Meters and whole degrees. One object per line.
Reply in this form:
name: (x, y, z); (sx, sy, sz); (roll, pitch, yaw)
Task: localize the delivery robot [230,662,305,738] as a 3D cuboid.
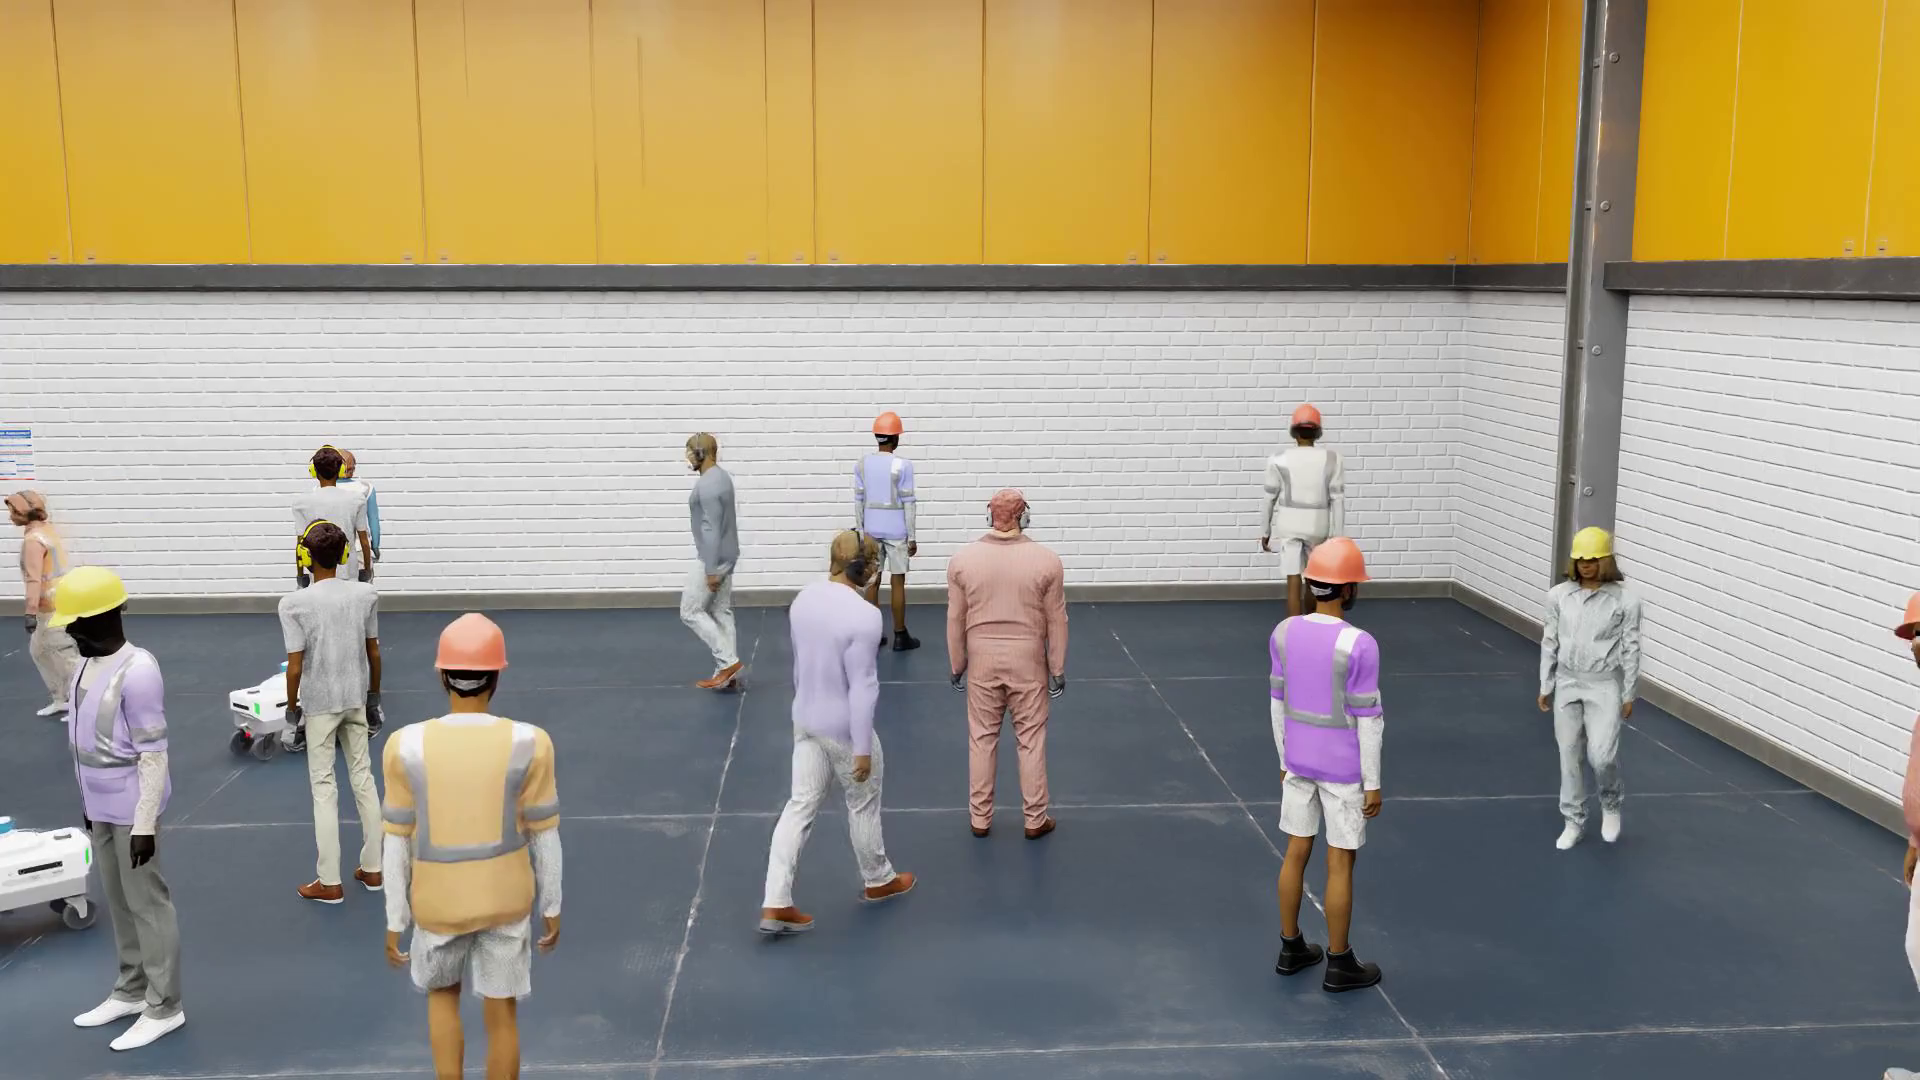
delivery robot: (-4.280, 1.023, 10.647); (0.477, 0.478, 0.707); (6, 11, 36)

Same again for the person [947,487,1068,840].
person: (0.260, 0.664, 8.974); (0.652, 1.904, 0.403); (2, 9, 10)

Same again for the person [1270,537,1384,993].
person: (1.571, 0.948, 7.084); (0.355, 1.938, 0.545); (-8, 12, -40)

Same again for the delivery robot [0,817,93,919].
delivery robot: (-4.371, 1.510, 7.592); (0.707, 0.478, 0.477); (-8, 12, -41)

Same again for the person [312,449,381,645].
person: (-4.945, 0.086, 13.431); (0.522, 1.640, 0.306); (-4, 10, -23)

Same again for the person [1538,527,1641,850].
person: (3.290, 0.788, 8.741); (0.483, 1.734, 0.365); (7, 12, 39)

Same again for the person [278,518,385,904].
person: (-3.048, 0.827, 8.075); (0.328, 1.867, 0.515); (8, 12, 40)

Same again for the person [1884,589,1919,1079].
person: (3.512, 1.151, 5.828); (0.434, 1.952, 0.789); (2, 9, 15)

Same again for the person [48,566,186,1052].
person: (-3.323, 1.042, 6.559); (0.585, 1.918, 0.379); (8, 12, 42)

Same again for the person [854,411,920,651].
person: (-0.586, -0.069, 13.466); (0.543, 1.939, 0.370); (5, 10, 28)

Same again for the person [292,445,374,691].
person: (-4.341, 0.274, 11.534); (0.530, 1.871, 0.323); (-5, 10, -28)

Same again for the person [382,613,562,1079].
person: (-1.620, 1.198, 5.567); (0.580, 1.917, 0.419); (-2, 9, -13)

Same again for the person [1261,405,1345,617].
person: (2.743, -0.086, 13.380); (0.639, 1.995, 1.003); (1, 9, 7)

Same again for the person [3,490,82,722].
person: (-6.100, 0.452, 11.212); (0.506, 1.605, 0.531); (-4, 10, -25)

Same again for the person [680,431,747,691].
person: (-1.815, 0.166, 12.095); (0.457, 1.909, 0.643); (1, 9, 3)

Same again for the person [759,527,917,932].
person: (-0.596, 0.878, 7.750); (0.650, 1.881, 0.988); (9, 13, 44)
